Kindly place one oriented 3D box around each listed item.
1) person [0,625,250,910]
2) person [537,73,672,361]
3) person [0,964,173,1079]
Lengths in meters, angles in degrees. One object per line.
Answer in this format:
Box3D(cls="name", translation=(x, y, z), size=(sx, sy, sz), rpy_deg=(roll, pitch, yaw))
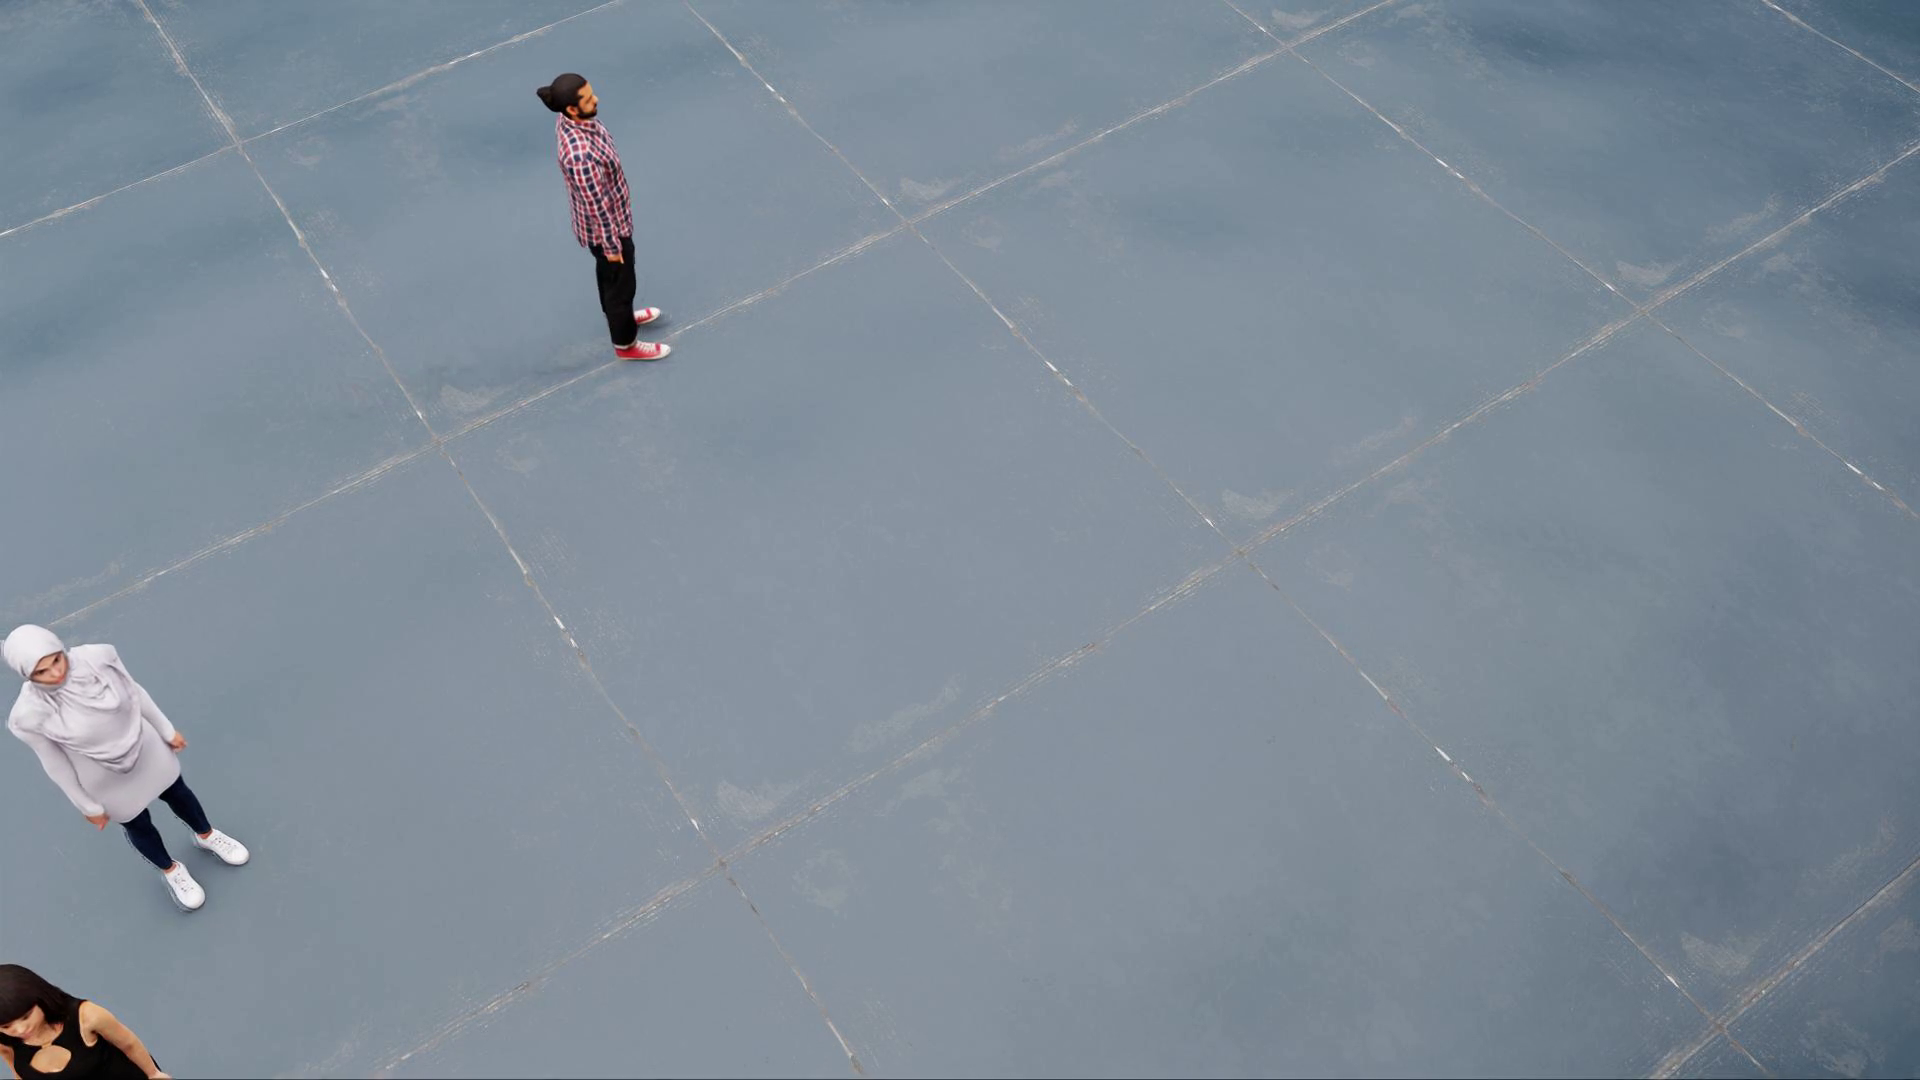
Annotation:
Box3D(cls="person", translation=(-3.336, 0.880, 6.607), size=(0.643, 1.776, 0.682), rpy_deg=(29, 58, 21))
Box3D(cls="person", translation=(-1.848, -1.668, 8.590), size=(0.822, 1.761, 0.662), rpy_deg=(-14, 54, -11))
Box3D(cls="person", translation=(-3.036, 1.904, 5.892), size=(0.616, 1.653, 0.579), rpy_deg=(-13, 53, -10))
